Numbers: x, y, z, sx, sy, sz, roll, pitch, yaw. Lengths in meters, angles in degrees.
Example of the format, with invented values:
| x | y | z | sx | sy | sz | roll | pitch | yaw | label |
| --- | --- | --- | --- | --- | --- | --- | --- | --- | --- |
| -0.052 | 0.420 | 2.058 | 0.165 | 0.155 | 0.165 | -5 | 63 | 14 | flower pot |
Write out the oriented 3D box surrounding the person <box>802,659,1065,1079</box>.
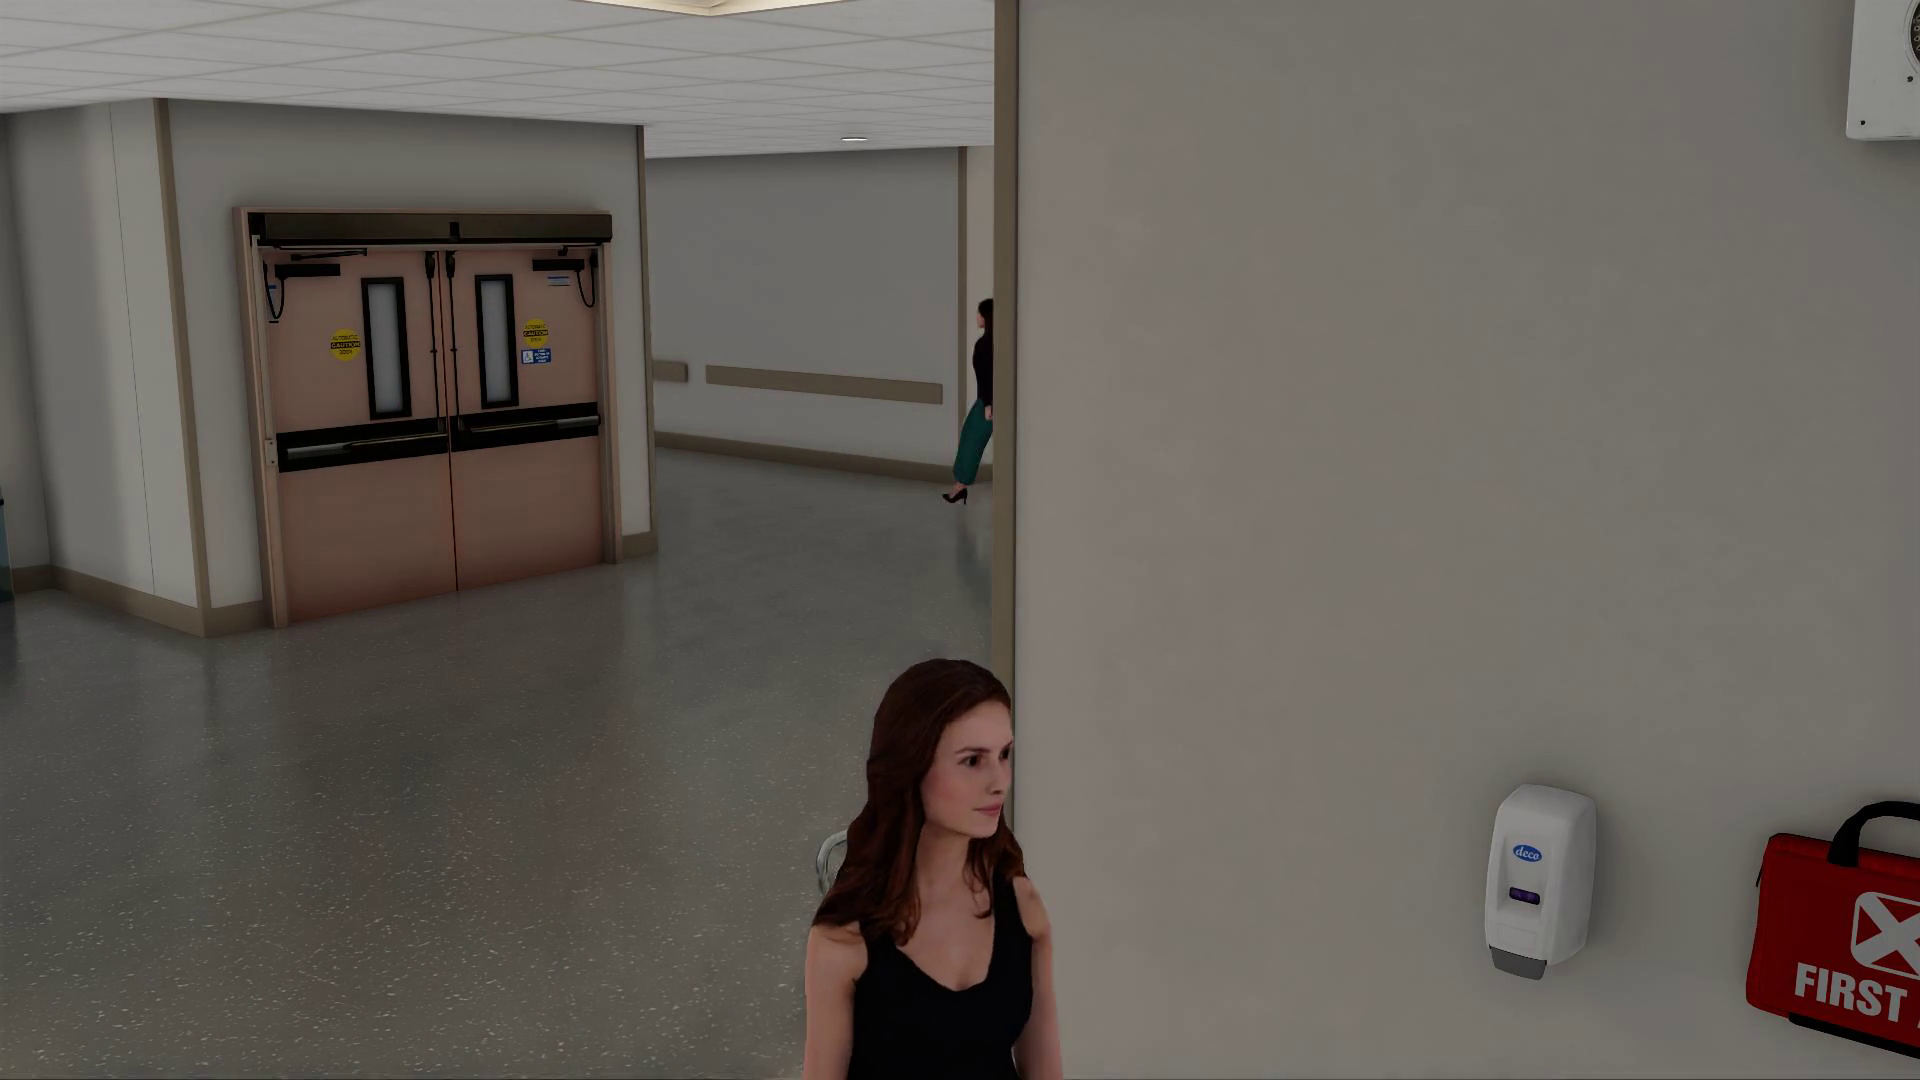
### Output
| x | y | z | sx | sy | sz | roll | pitch | yaw | label |
| --- | --- | --- | --- | --- | --- | --- | --- | --- | --- |
| -0.098 | 1.024 | 2.503 | 1.160 | 1.683 | 0.853 | -8 | 13 | -35 | person |
